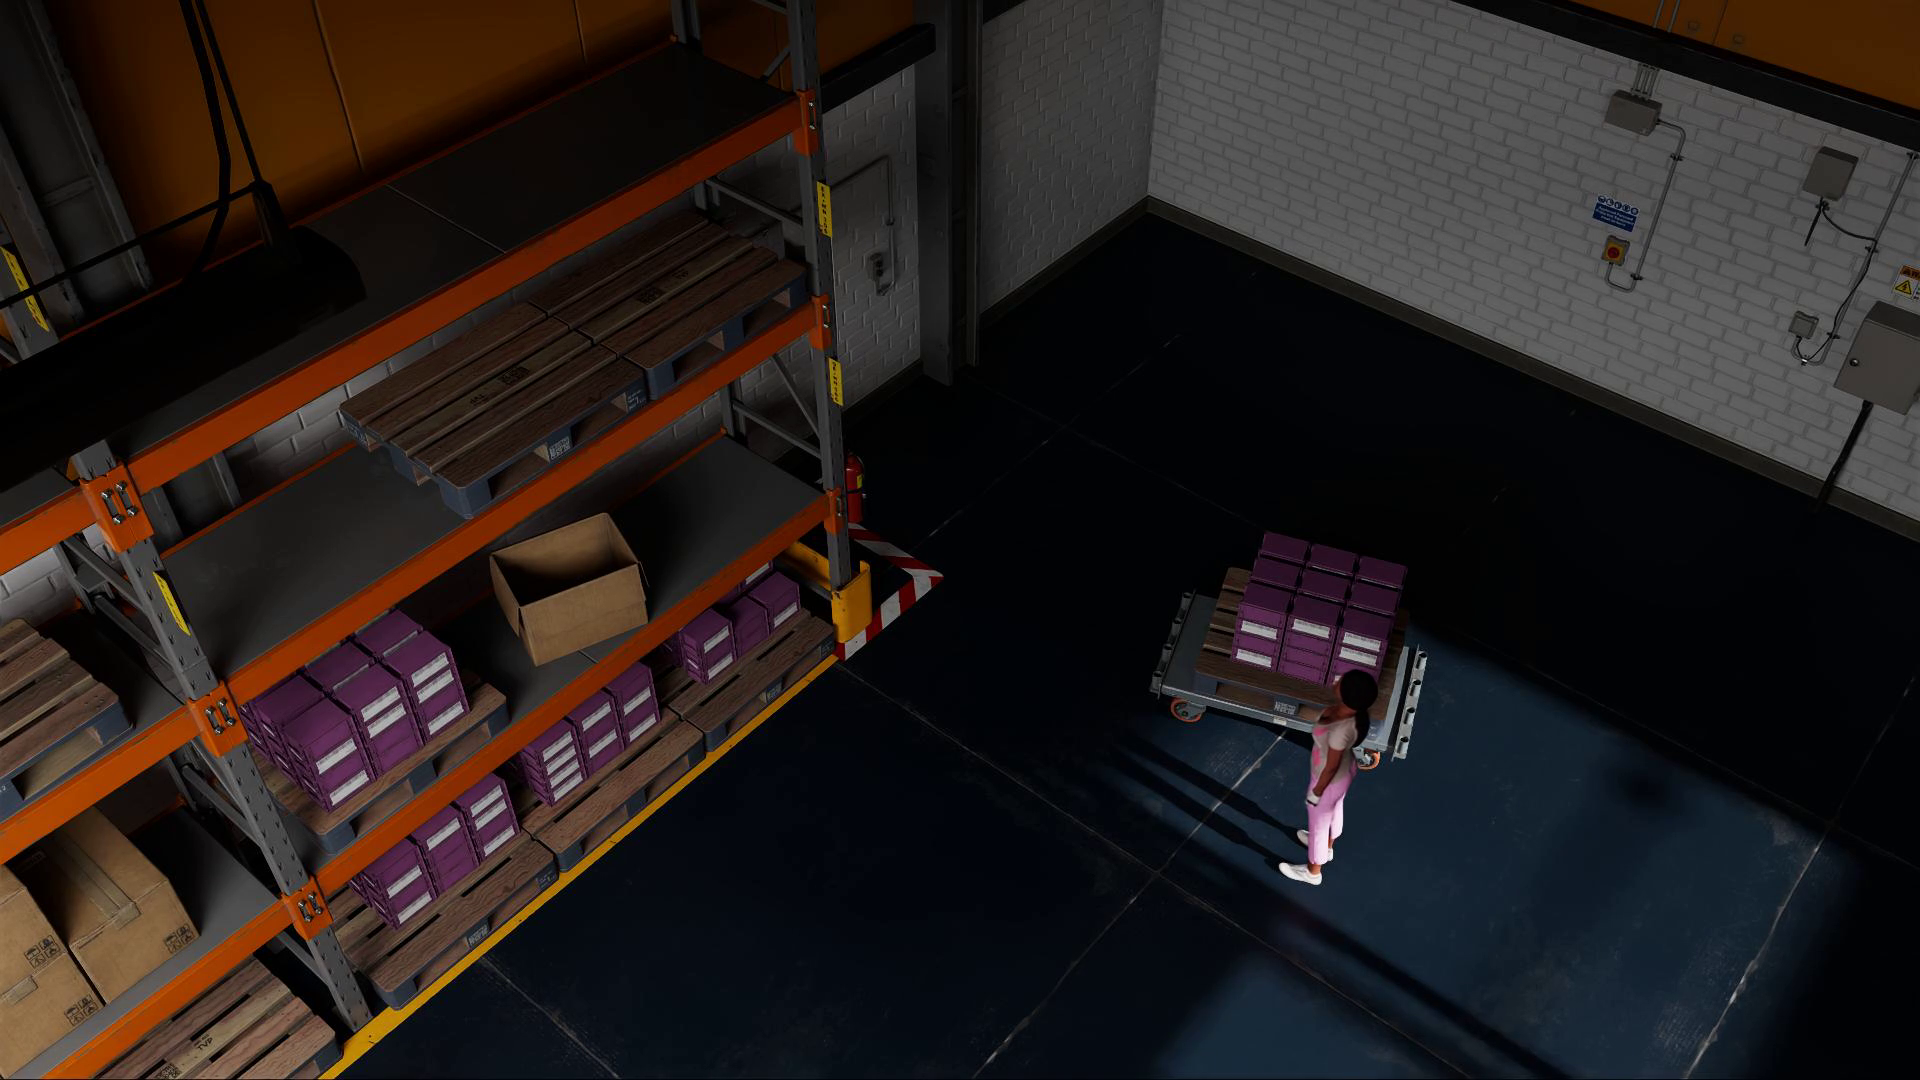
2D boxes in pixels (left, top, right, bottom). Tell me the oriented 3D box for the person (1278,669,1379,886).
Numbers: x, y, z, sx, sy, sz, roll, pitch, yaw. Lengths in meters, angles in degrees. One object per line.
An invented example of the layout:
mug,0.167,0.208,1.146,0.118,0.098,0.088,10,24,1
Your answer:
person,2.135,1.344,9.517,0.658,1.742,0.496,23,48,22
